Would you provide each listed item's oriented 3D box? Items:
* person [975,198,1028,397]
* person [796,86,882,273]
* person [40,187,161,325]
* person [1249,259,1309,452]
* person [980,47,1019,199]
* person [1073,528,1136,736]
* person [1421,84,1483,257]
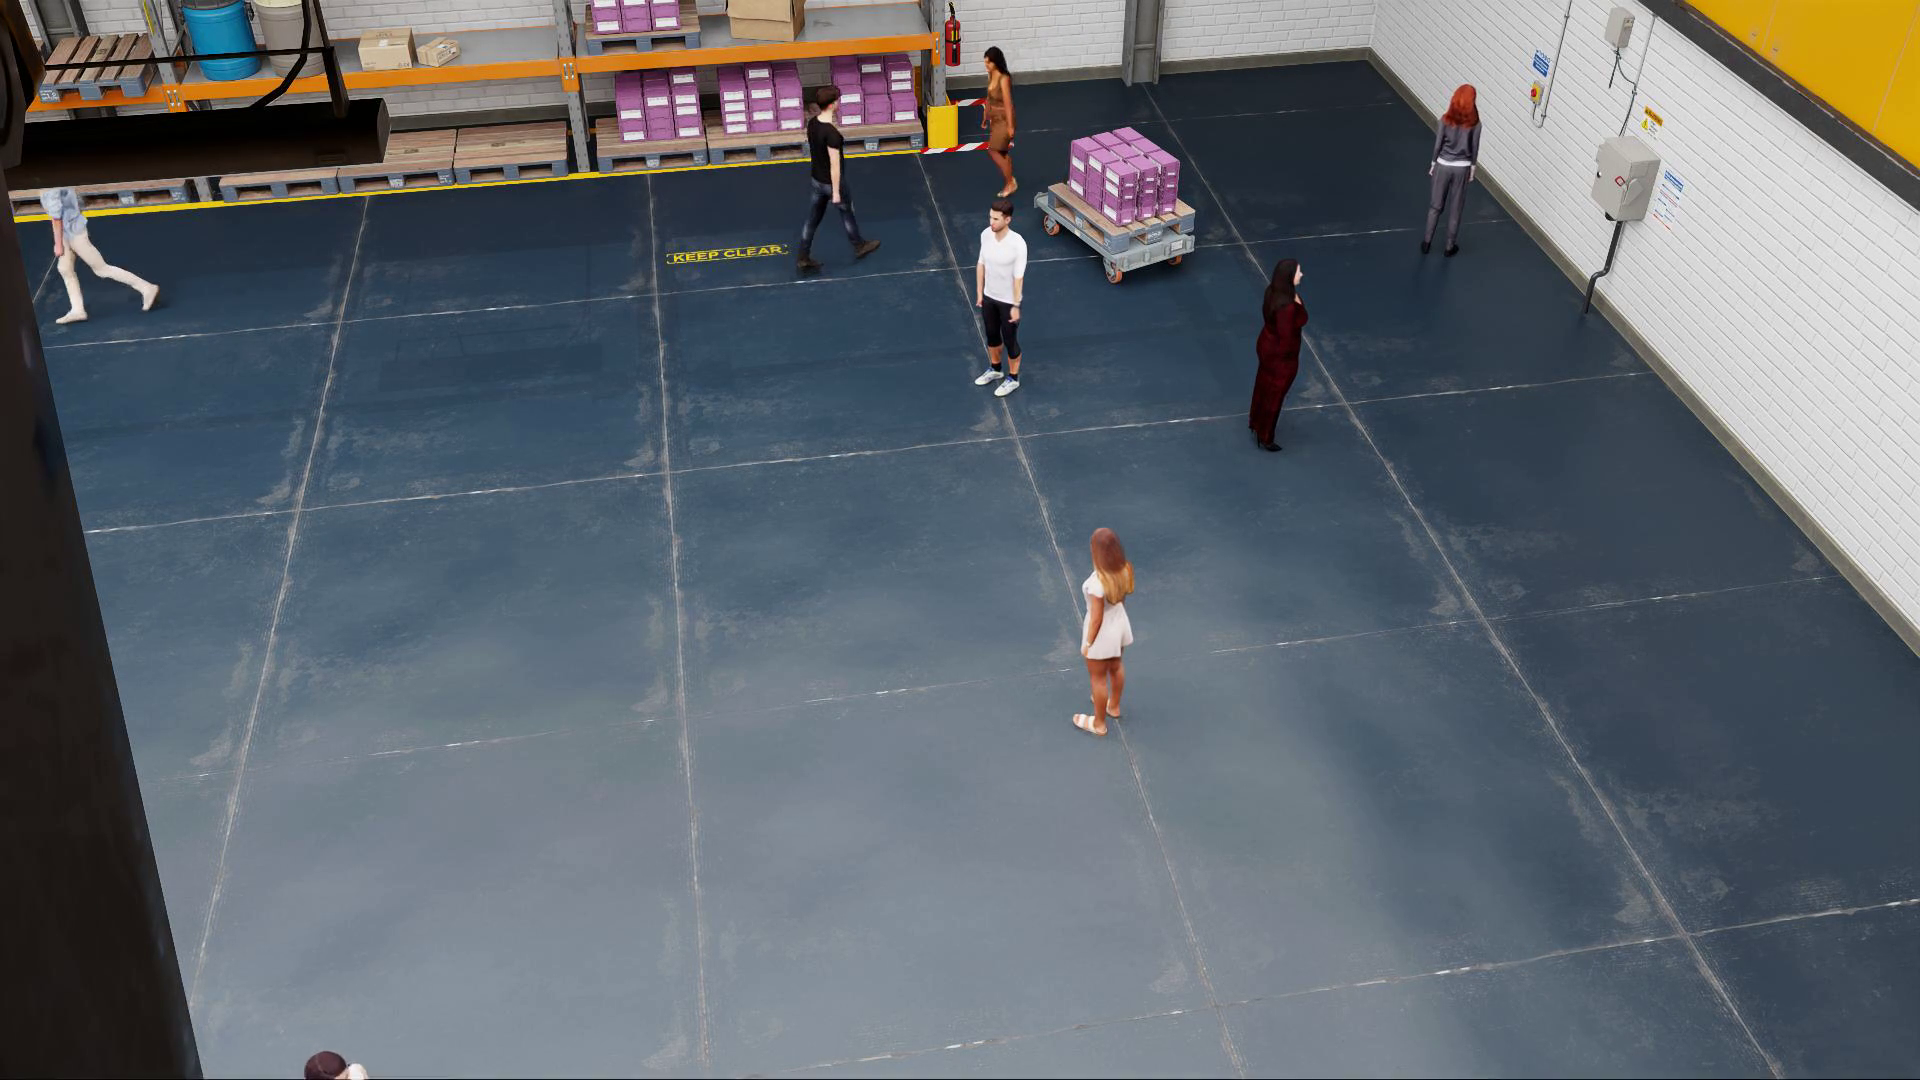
[{"bbox_3d":[0.374,-2.133,14.502,0.741,1.848,0.782,28,46,30],"label":"person"},{"bbox_3d":[-1.359,-3.448,16.144,1.307,1.853,1.062,-25,45,-28],"label":"person"},{"bbox_3d":[-8.125,-2.858,15.440,1.275,1.810,0.880,-18,42,-21],"label":"person"},{"bbox_3d":[2.631,-1.559,13.855,0.612,1.758,0.673,-3,39,-4],"label":"person"},{"bbox_3d":[0.515,-4.377,17.461,0.631,1.662,0.638,-17,42,-20],"label":"person"},{"bbox_3d":[0.986,0.613,11.186,0.736,1.696,0.668,28,46,30],"label":"person"},{"bbox_3d":[4.868,-3.650,16.454,0.609,1.782,0.714,15,41,18],"label":"person"}]
